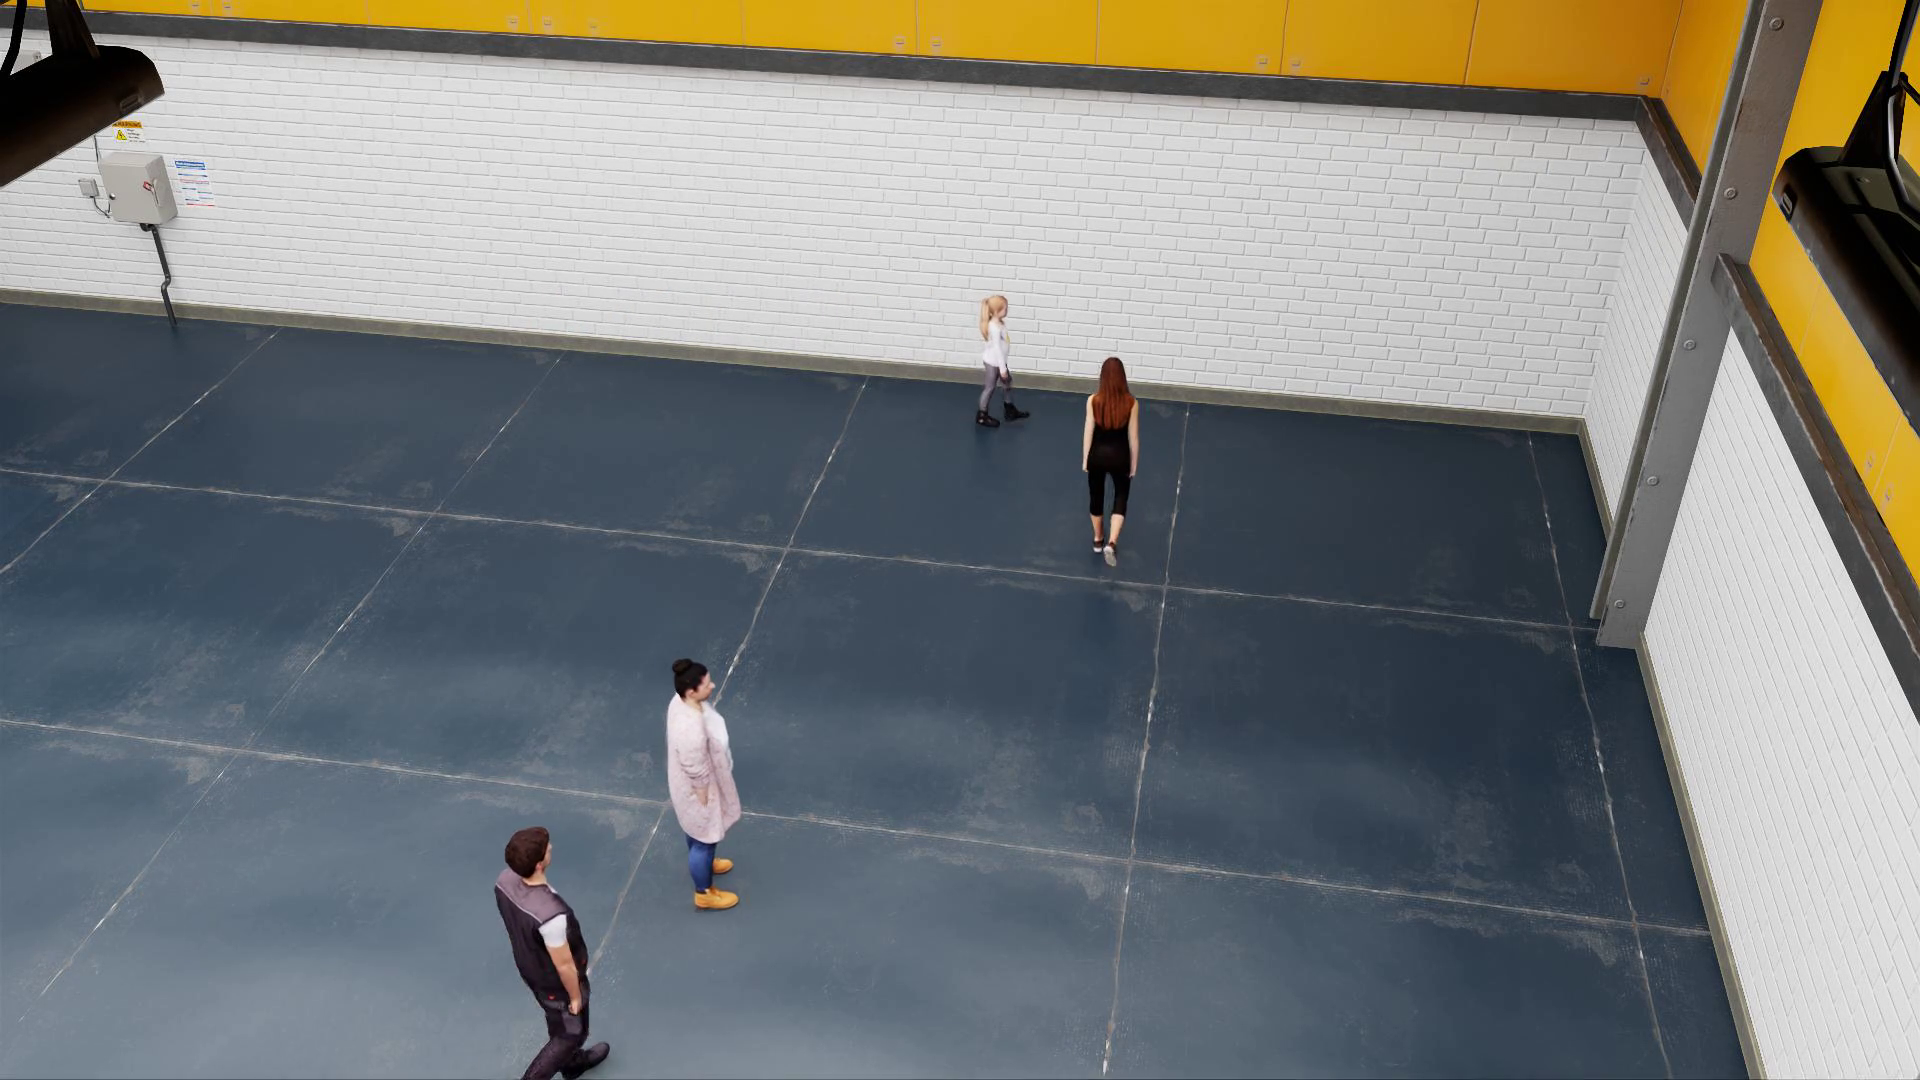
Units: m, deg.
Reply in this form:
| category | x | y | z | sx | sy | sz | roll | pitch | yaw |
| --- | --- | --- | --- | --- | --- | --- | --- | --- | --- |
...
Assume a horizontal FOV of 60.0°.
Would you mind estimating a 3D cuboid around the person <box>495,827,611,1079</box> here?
| category | x | y | z | sx | sy | sz | roll | pitch | yaw |
| --- | --- | --- | --- | --- | --- | --- | --- | --- | --- |
| person | -2.131 | 2.209 | 8.342 | 0.956 | 1.832 | 1.078 | 27 | 42 | 35 |

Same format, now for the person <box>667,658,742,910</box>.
| category | x | y | z | sx | sy | sz | roll | pitch | yaw |
| --- | --- | --- | --- | --- | --- | --- | --- | --- | --- |
| person | -1.520 | 1.393 | 9.651 | 0.836 | 1.742 | 0.697 | -6 | 34 | -9 |

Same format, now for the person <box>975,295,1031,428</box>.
| category | x | y | z | sx | sy | sz | roll | pitch | yaw |
| --- | --- | --- | --- | --- | --- | --- | --- | --- | --- |
| person | 0.243 | -1.557 | 14.519 | 0.617 | 1.265 | 0.664 | 2 | 34 | 3 |

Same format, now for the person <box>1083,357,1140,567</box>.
| category | x | y | z | sx | sy | sz | roll | pitch | yaw |
| --- | --- | --- | --- | --- | --- | --- | --- | --- | --- |
| person | 1.119 | -0.563 | 12.621 | 0.566 | 1.711 | 0.891 | 5 | 34 | 7 |
